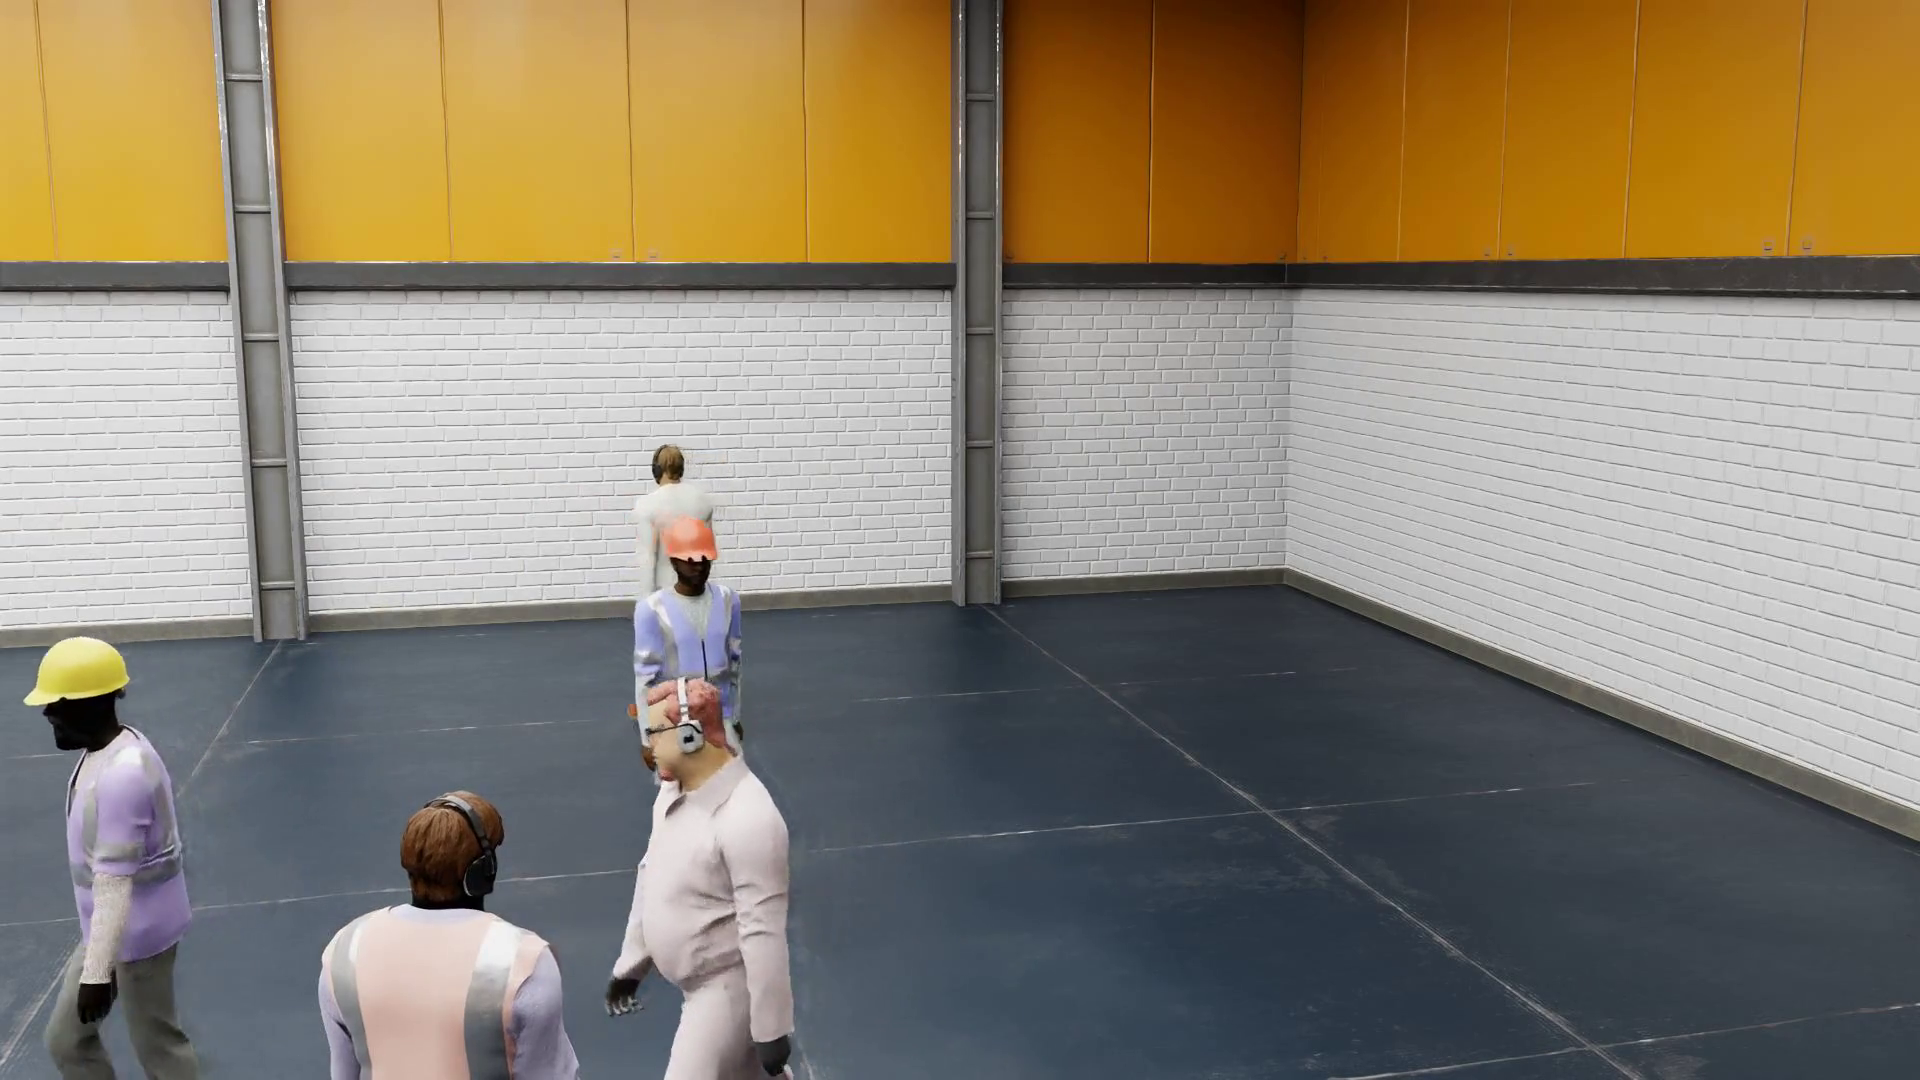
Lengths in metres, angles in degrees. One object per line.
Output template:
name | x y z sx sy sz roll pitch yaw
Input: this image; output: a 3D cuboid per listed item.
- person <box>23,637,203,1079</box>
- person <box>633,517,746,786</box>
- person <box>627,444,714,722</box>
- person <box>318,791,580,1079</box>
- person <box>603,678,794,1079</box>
person | -2.729 1.248 5.281 0.670 1.903 0.605 -7 11 -37
person | -1.202 0.849 7.717 0.578 1.908 0.794 -6 11 -33
person | -1.972 0.309 11.107 0.647 1.906 0.819 -9 13 -44
person | -1.156 1.493 3.940 0.619 1.845 0.430 3 9 16
person | -0.810 1.331 4.912 0.988 1.851 0.657 -4 10 -26
